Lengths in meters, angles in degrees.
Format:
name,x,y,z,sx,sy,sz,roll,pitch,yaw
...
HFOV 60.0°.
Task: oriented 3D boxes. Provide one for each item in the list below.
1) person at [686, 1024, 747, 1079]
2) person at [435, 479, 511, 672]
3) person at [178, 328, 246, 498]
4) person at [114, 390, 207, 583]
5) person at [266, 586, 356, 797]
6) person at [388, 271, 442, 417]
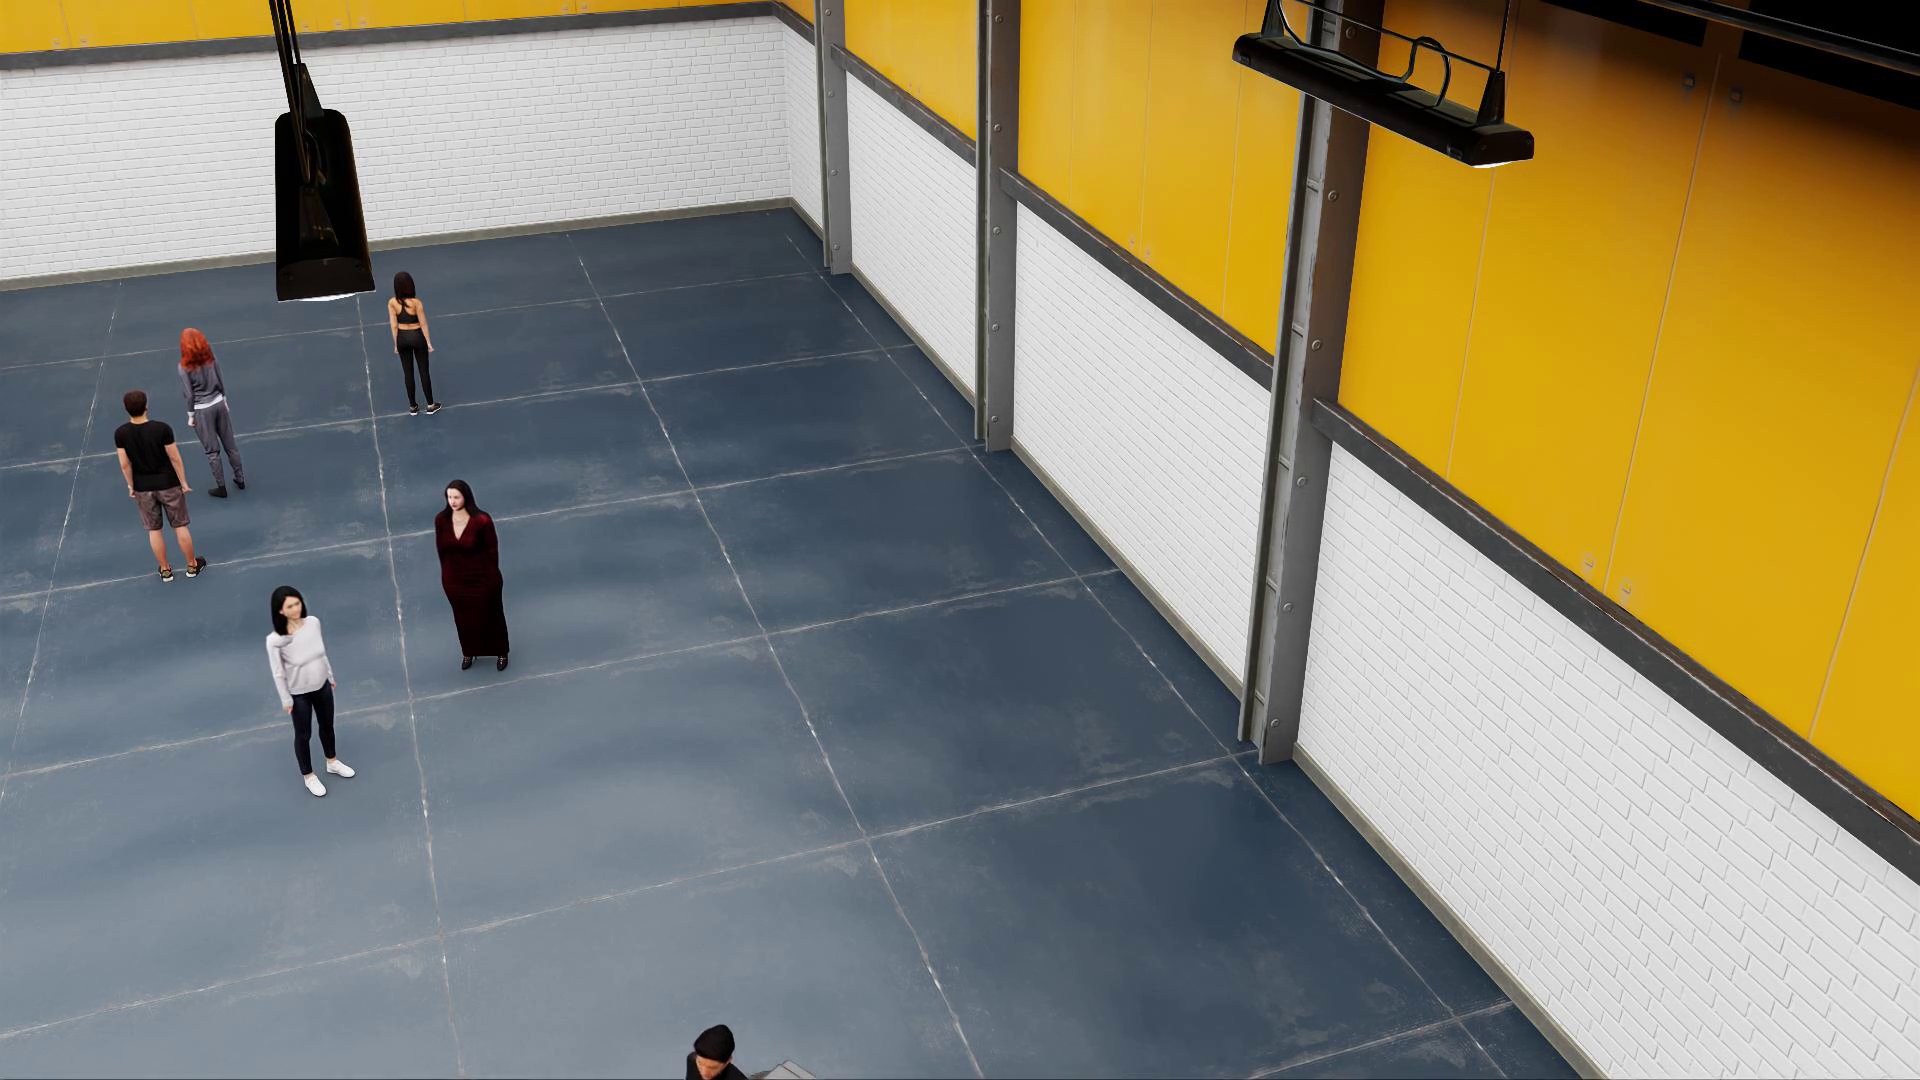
name,x,y,z,sx,sy,sz,roll,pitch,yaw
person,-1.181,3.100,8.683,0.827,1.708,0.689,-24,37,-37
person,-4.047,0.288,13.786,0.749,1.758,0.740,2,29,3
person,-7.520,-1.283,16.643,0.670,1.779,0.650,18,33,30
person,-7.312,-0.497,15.117,0.671,1.861,0.586,-8,30,-14
person,-4.864,1.091,12.373,0.755,1.701,0.711,16,32,26
person,-6.083,-2.182,18.434,0.621,1.642,0.583,-2,29,-3
